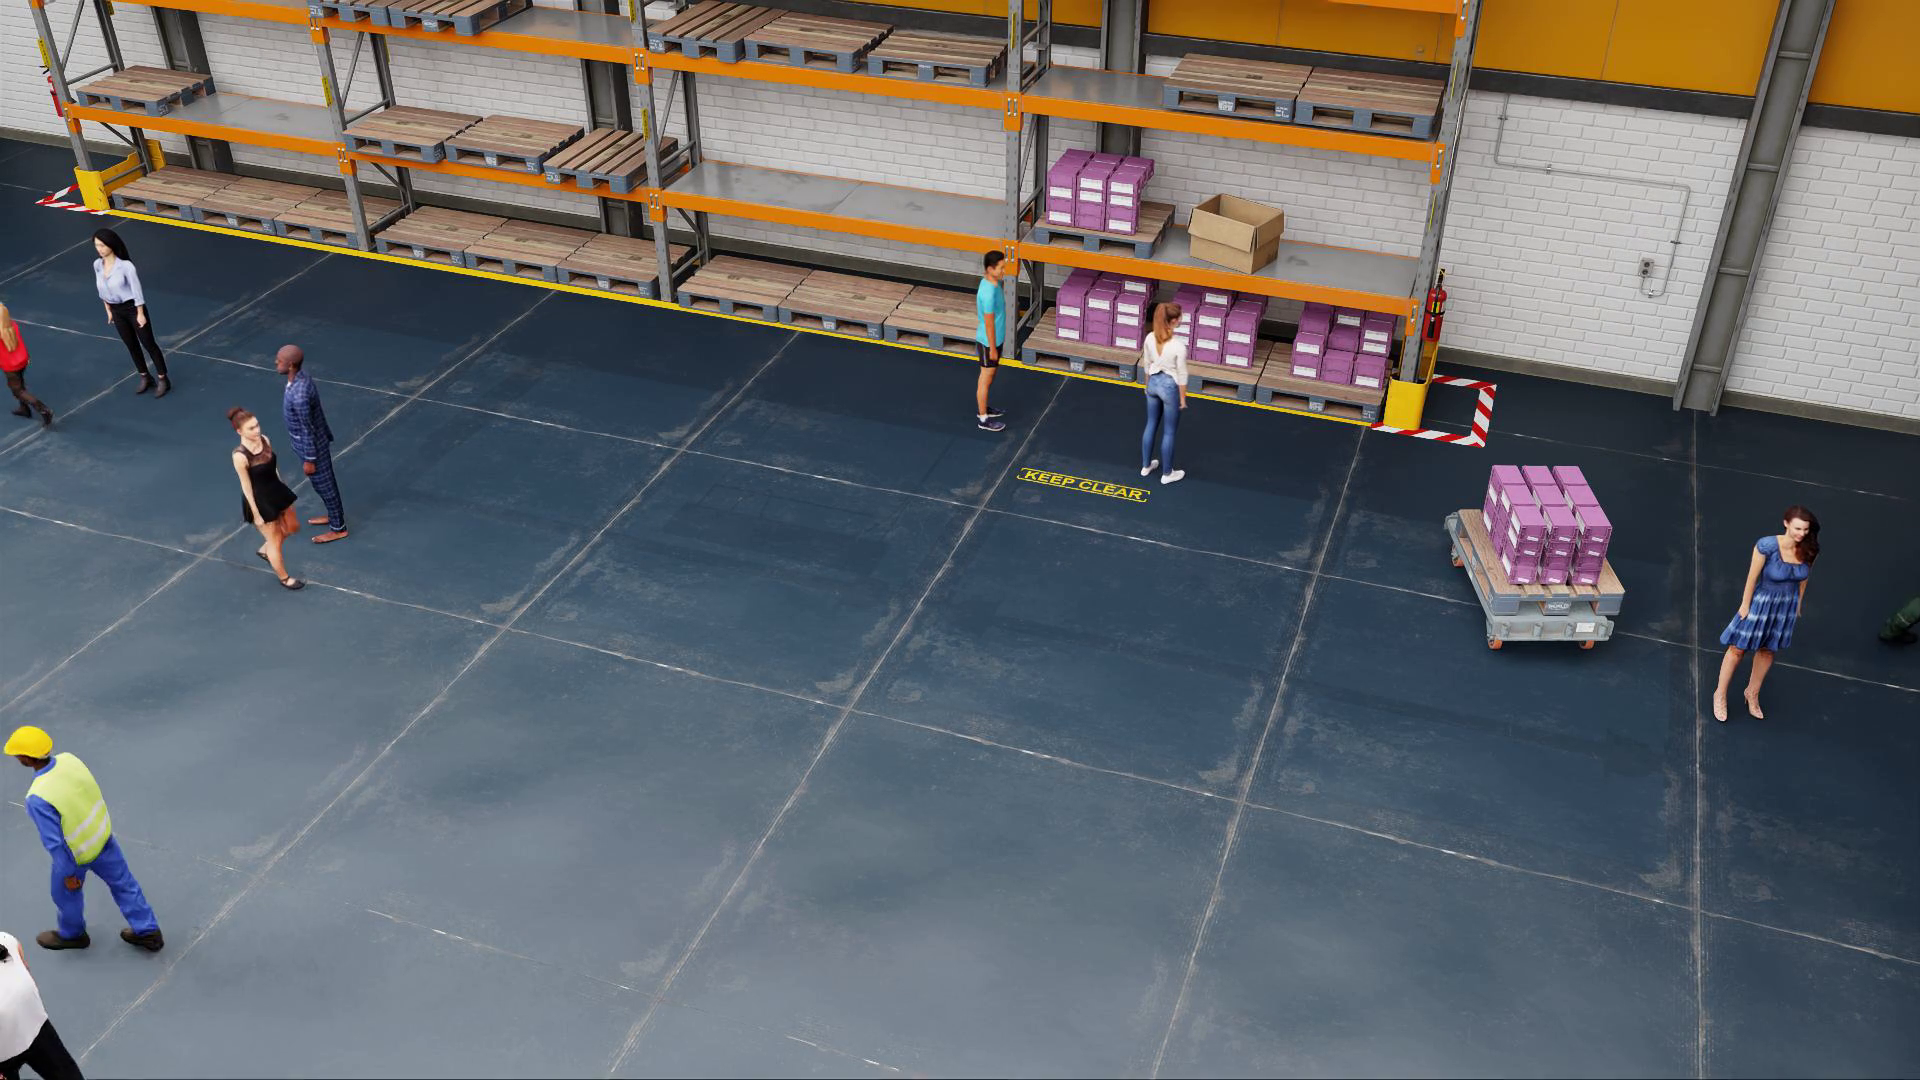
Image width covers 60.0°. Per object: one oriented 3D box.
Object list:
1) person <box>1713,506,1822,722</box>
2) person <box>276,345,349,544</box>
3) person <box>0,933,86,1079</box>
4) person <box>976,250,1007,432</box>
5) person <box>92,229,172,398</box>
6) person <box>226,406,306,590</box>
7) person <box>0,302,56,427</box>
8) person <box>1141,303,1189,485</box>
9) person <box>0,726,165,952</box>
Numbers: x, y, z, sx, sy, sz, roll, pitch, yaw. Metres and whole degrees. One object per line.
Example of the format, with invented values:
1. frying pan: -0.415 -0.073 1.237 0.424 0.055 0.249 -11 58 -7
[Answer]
1. person: 5.829 0.536 11.999 0.664 1.806 0.807 -3 34 -4
2. person: -5.479 -0.838 14.055 0.811 1.819 0.764 -12 35 -17
3. person: -5.175 2.649 8.966 1.122 1.646 0.772 17 37 24
4. person: 0.273 -1.896 15.686 0.618 1.776 0.675 2 34 3
5. person: -8.078 -2.215 16.195 0.525 1.743 0.715 8 34 12
6. person: -5.682 -0.344 13.451 0.690 1.666 0.615 9 35 13
7. person: -8.957 -1.658 15.788 0.850 1.266 0.533 9 35 13
8. person: 1.822 -1.321 14.865 0.602 1.728 0.741 29 43 36
9. person: -5.229 1.853 10.040 1.066 1.783 0.837 5 34 7
